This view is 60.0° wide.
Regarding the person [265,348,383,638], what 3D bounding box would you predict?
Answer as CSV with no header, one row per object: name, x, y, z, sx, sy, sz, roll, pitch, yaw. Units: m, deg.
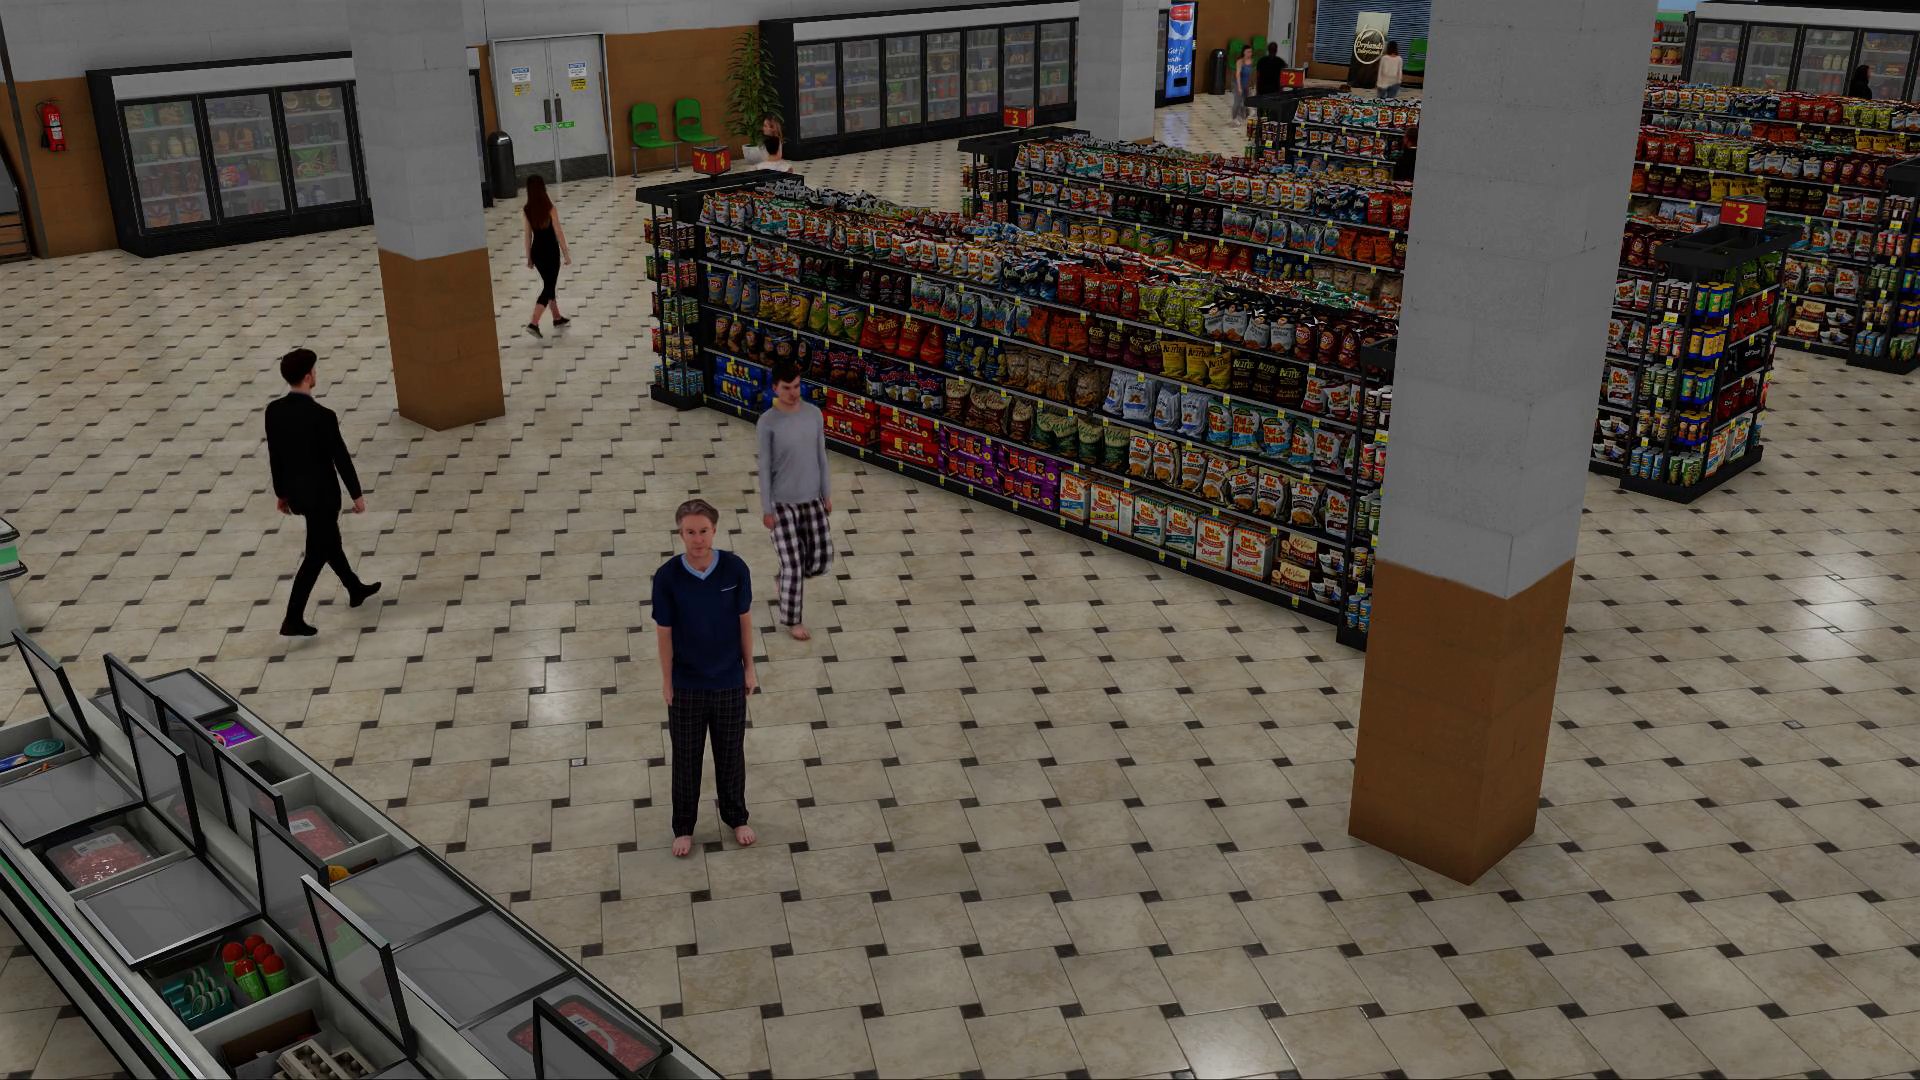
person,-4.202,-0.257,10.678,1.272,1.849,1.099,9,23,20

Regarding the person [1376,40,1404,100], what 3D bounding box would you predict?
person,8.258,-8.752,32.075,0.763,1.658,0.833,3,22,8

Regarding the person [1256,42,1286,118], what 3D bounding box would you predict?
person,5.621,-8.119,30.307,0.926,1.801,0.949,6,23,14

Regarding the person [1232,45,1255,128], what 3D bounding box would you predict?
person,5.496,-8.832,32.412,0.804,1.556,1.064,-13,25,-29

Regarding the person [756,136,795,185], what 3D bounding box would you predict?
person,-2.206,-3.864,19.761,0.772,1.770,0.867,5,23,13

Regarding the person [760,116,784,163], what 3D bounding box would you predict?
person,-2.348,-4.469,21.185,0.699,1.830,0.569,-8,23,-19

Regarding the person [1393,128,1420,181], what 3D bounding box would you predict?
person,5.305,-3.931,19.748,0.717,1.904,0.656,-15,27,-34

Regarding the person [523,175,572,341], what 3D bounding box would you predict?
person,-4.440,-2.968,17.636,1.139,1.691,0.914,9,24,22

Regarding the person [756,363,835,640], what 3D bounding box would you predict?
person,-1.102,-0.281,10.756,0.754,1.835,0.847,-12,25,-28

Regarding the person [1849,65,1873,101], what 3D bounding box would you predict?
person,15.395,-7.346,28.631,0.813,1.617,0.758,1,22,3

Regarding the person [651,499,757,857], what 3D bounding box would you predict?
person,-1.275,0.678,8.320,0.736,1.871,0.714,-7,23,-17
